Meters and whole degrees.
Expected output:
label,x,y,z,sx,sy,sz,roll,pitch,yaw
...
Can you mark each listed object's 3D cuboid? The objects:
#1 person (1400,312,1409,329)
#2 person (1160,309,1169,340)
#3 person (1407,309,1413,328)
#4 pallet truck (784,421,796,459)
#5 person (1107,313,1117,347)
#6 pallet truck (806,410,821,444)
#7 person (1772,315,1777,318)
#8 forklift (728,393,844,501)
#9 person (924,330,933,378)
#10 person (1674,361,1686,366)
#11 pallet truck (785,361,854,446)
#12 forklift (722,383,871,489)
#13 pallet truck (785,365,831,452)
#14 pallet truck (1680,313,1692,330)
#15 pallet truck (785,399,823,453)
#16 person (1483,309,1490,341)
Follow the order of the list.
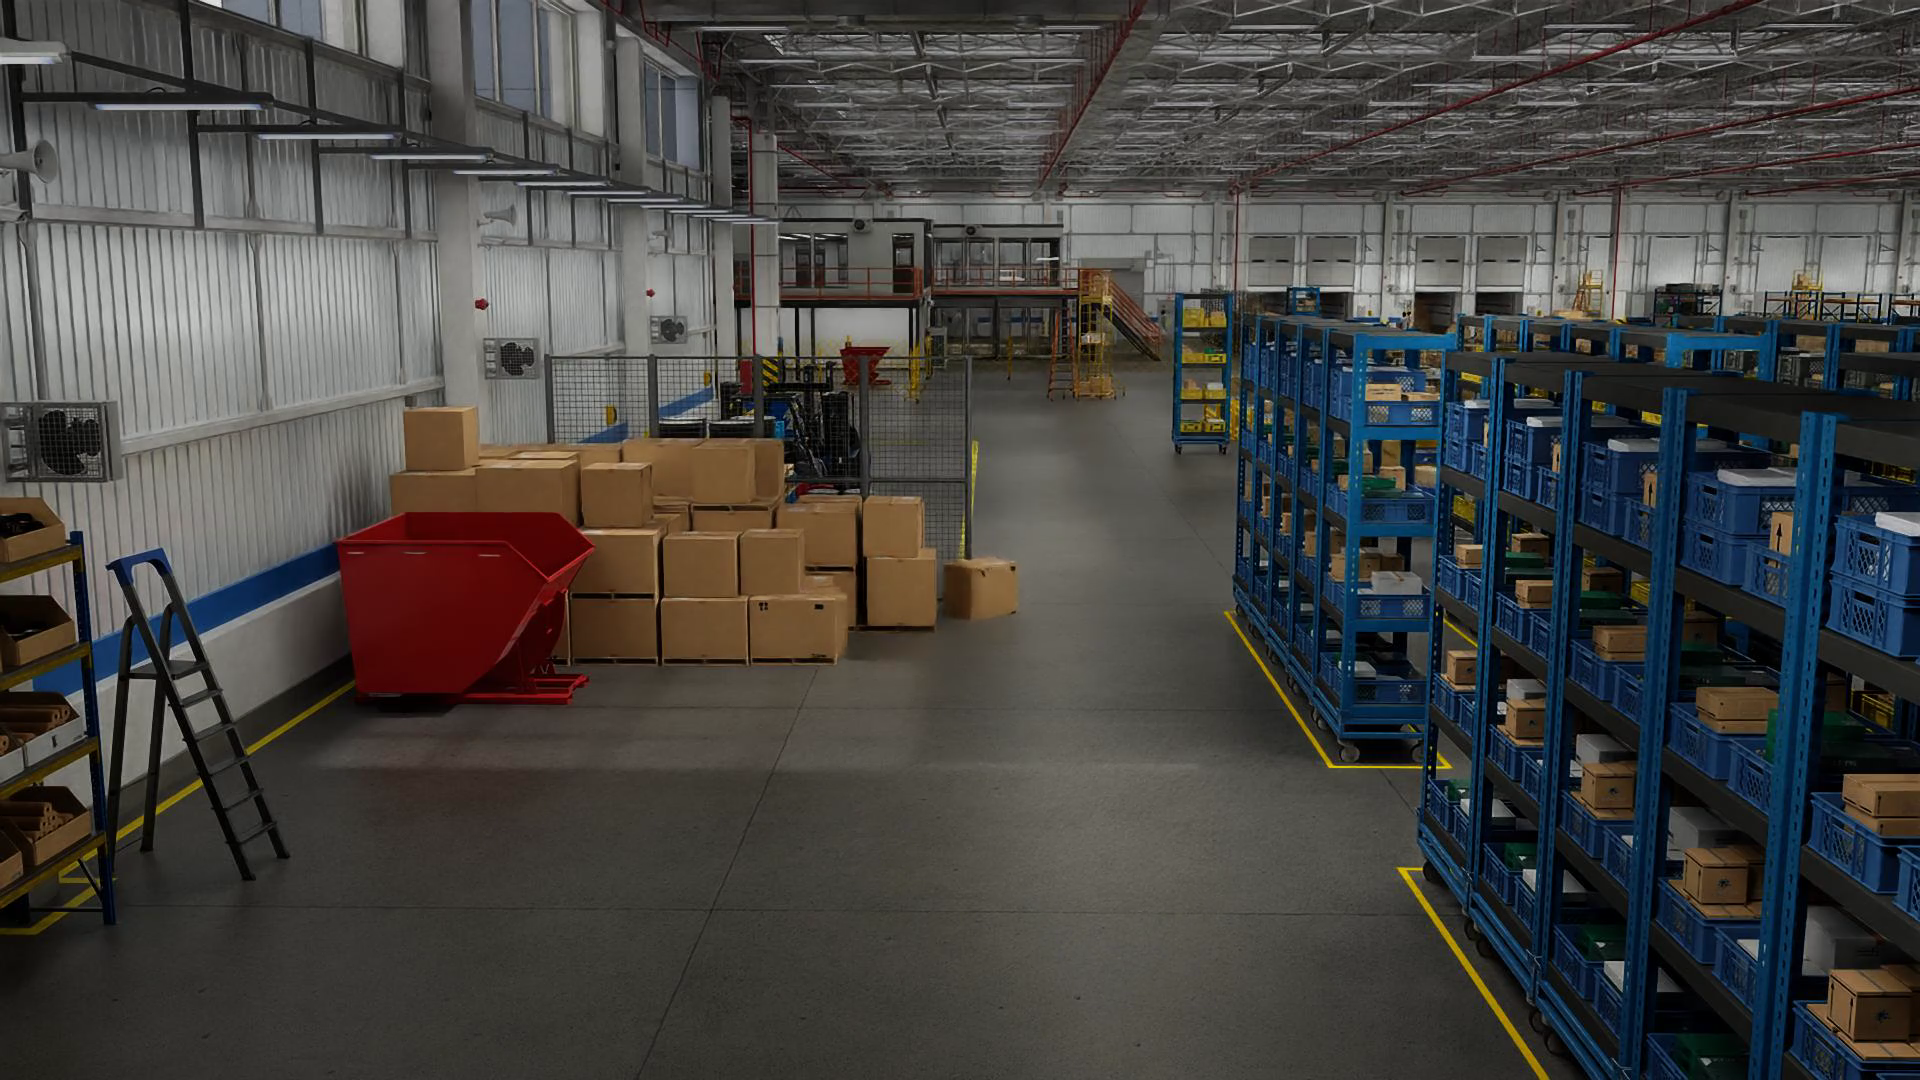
label,x,y,z,sx,sy,sz,roll,pitch,yaw
person,24.162,-11.483,90.525,0.515,1.866,0.333,-2,9,-12
person,12.002,-12.642,97.795,0.453,1.823,0.629,1,9,6
person,25.532,-12.162,94.561,0.390,1.918,0.586,9,13,43
pallet truck,-4.013,-1.793,32.705,1.601,1.201,0.680,0,9,1
person,8.158,-11.238,89.014,0.589,1.865,0.730,-8,12,-39
pallet truck,-3.559,-2.018,33.905,1.522,1.261,0.704,0,9,-1
person,40.899,-10.346,83.456,0.638,1.897,1.006,1,9,5
forklift,-2.979,-1.316,26.476,2.680,1.987,1.157,0,9,1
person,-1.214,-7.152,63.867,0.345,1.847,0.504,3,10,20
person,17.001,-3.305,39.522,0.381,2.045,0.605,-1,9,-9
pallet truck,-3.410,-3.193,38.978,1.885,1.965,0.823,0,9,-1
forklift,-2.893,-1.687,28.729,2.680,1.987,1.157,0,9,-1
pallet truck,-3.774,-2.976,37.635,1.885,1.965,0.823,1,9,5
pallet truck,36.315,-10.531,84.244,0.823,1.965,1.885,-6,11,-33
pallet truck,-3.814,-2.432,36.419,1.630,1.274,0.653,0,9,1
person,30.726,-12.505,96.900,0.429,1.844,0.624,-2,9,-10
